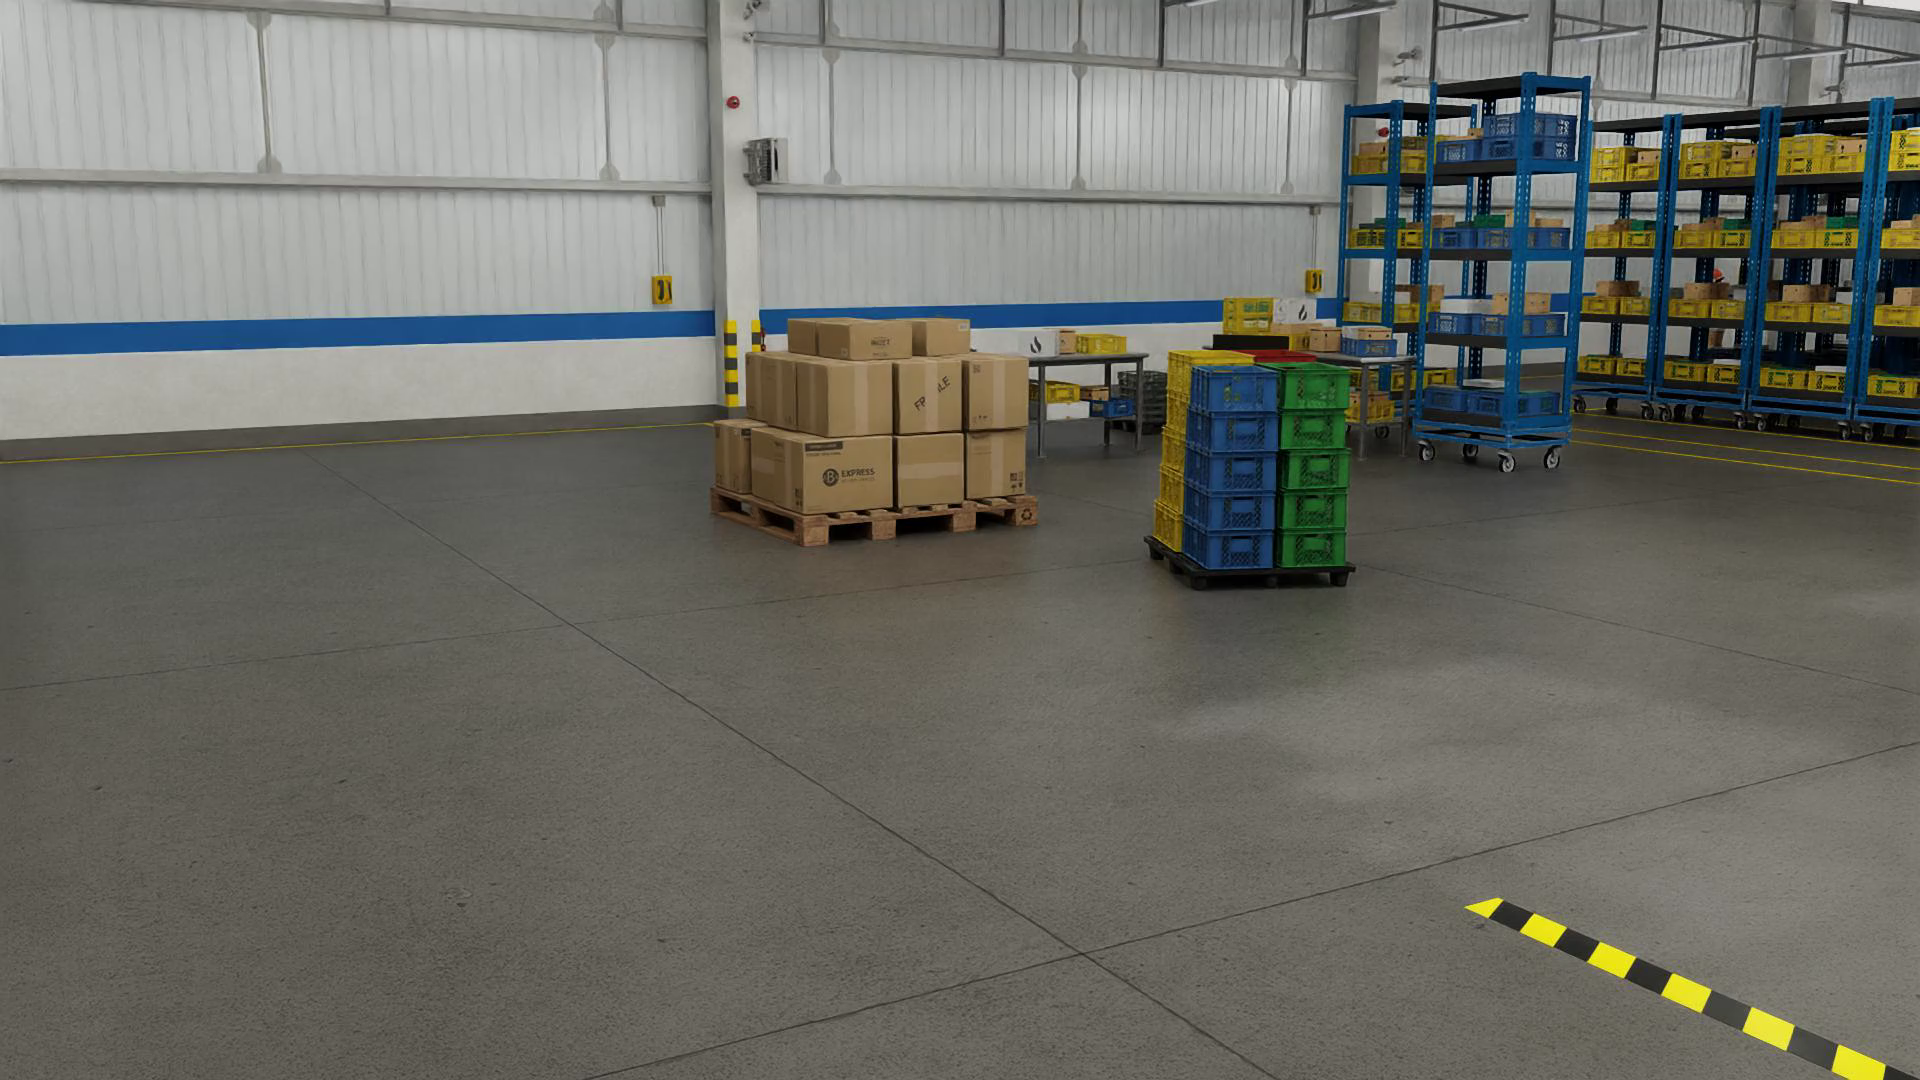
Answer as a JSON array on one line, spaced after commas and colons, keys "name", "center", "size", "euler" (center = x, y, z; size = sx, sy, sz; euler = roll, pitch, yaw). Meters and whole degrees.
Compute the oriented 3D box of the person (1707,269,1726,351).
[{"name": "person", "center": [11.331, -3.209, 25.070], "size": [0.563, 1.742, 0.359], "euler": [-9, 13, -40]}]
